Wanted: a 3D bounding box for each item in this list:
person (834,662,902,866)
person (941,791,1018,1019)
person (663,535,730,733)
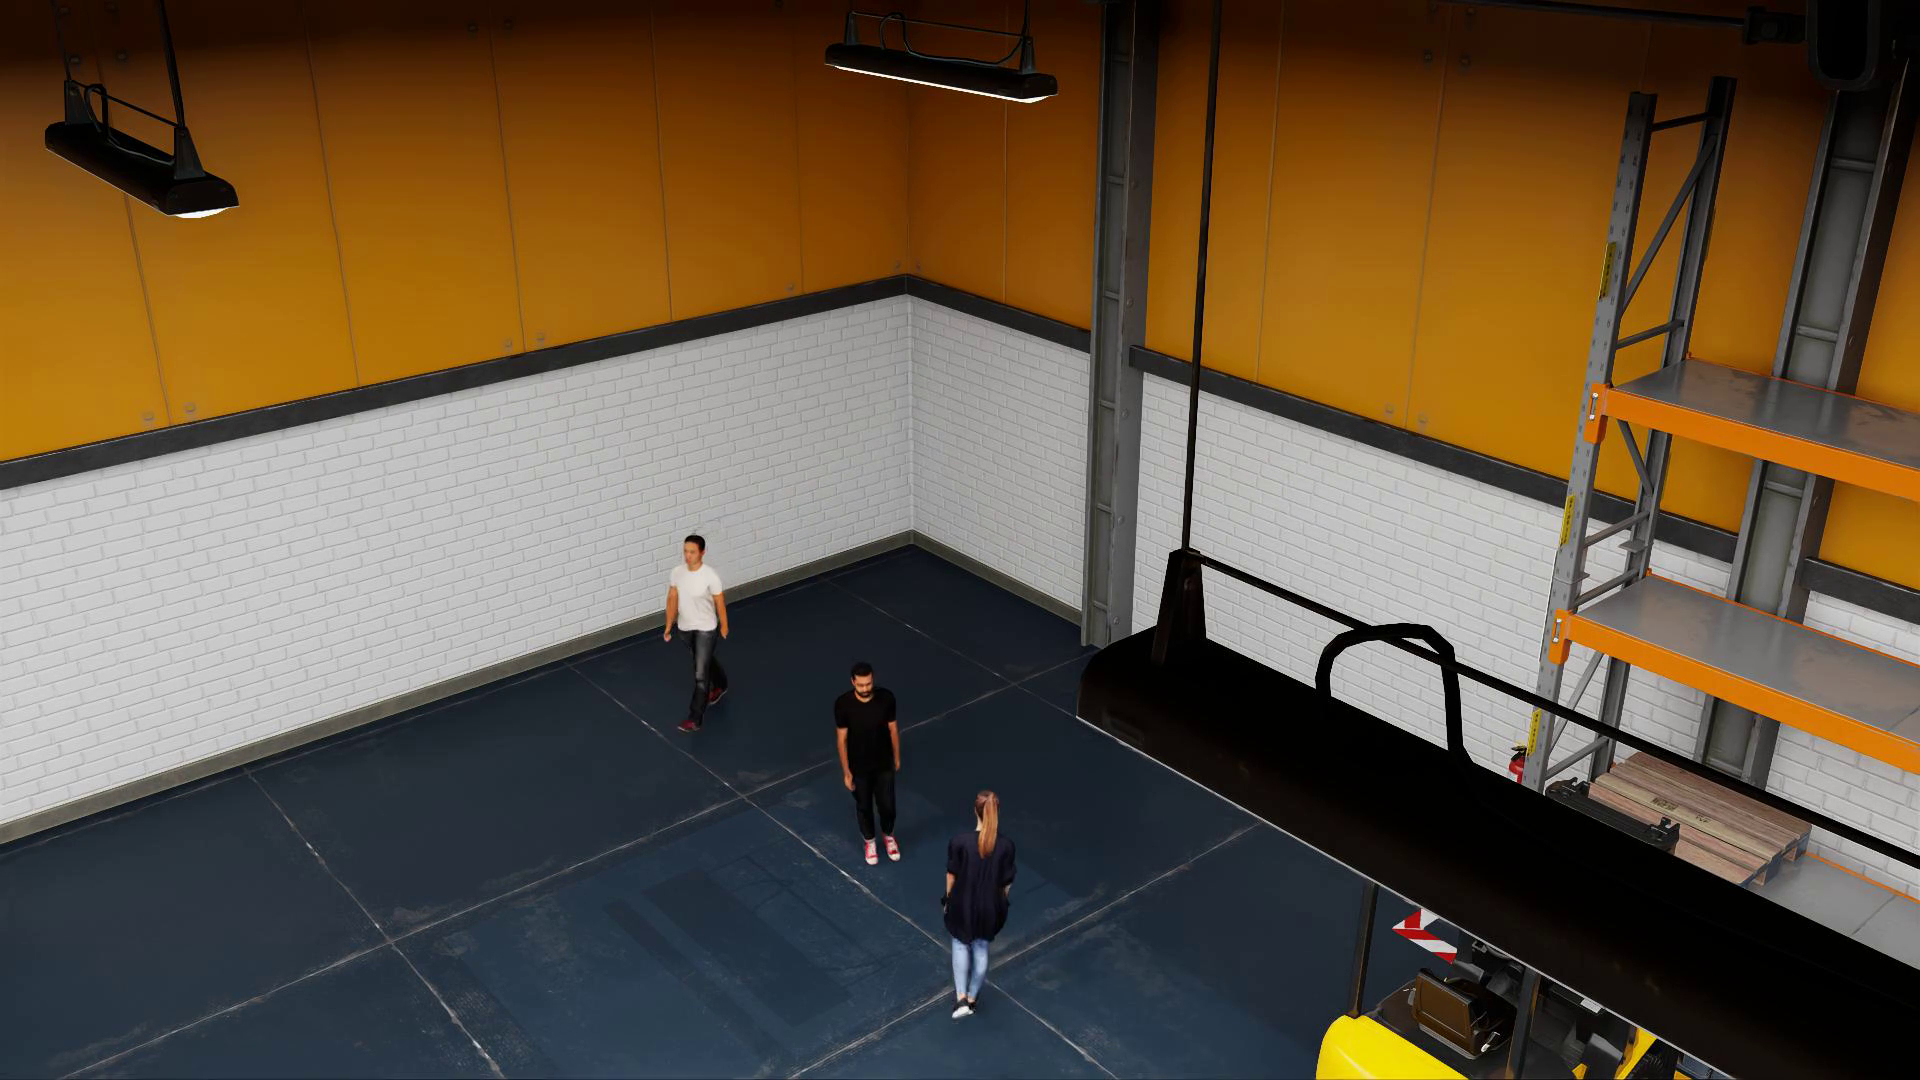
[{"bbox_3d":[-0.702,1.639,12.617,0.774,1.740,0.802,-5,24,-12],"label":"person"},{"bbox_3d":[0.119,2.447,10.853,0.874,1.672,0.937,-1,24,-2],"label":"person"},{"bbox_3d":[-2.249,0.742,14.644,1.188,1.760,1.030,11,26,23],"label":"person"}]
